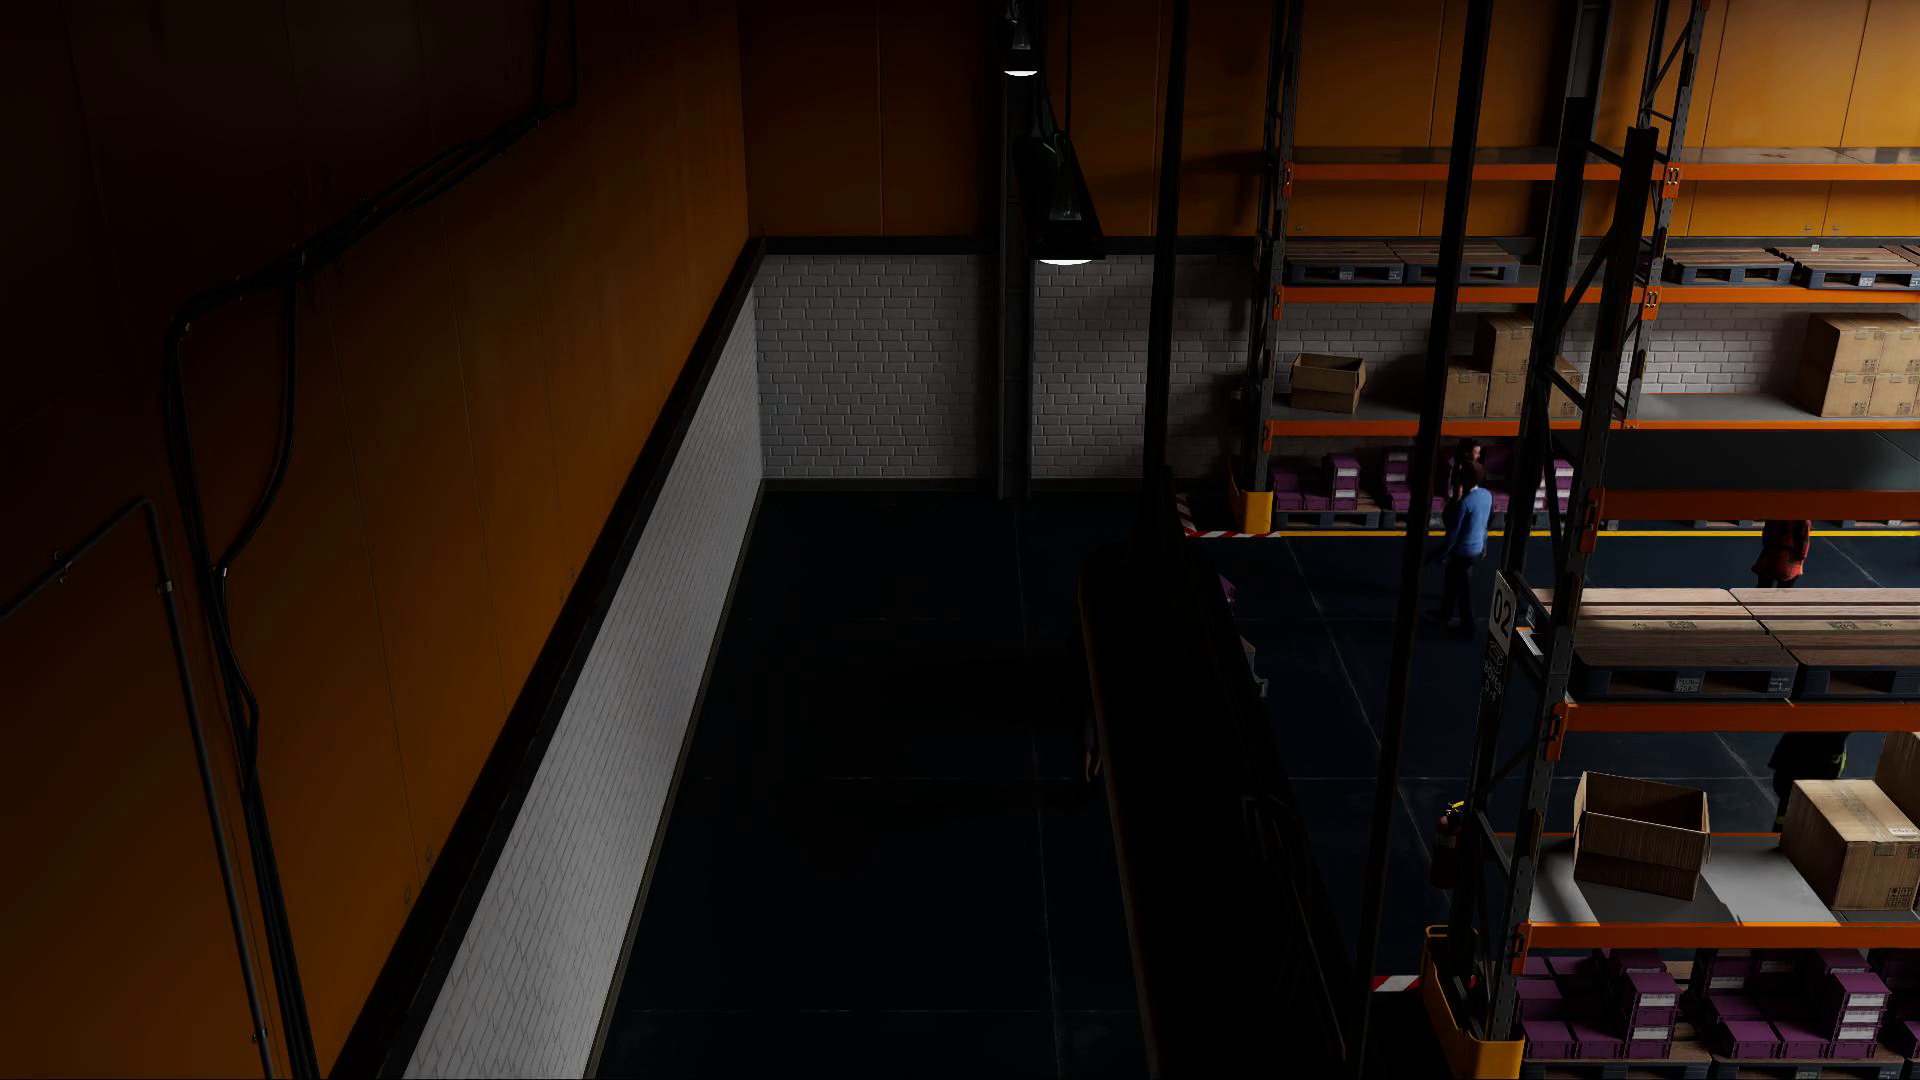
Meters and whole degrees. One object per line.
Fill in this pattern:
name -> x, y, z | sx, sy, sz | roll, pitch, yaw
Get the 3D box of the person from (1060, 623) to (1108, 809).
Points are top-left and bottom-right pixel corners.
person -> 1.063, 1.212, 13.393 | 0.679, 1.848, 0.814 | -4, 24, -10

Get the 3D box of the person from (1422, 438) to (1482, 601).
person -> 4.912, -0.219, 16.788 | 0.964, 1.752, 0.769 | 7, 25, 16

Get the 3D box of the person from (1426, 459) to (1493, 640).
person -> 4.940, 0.111, 15.977 | 0.993, 1.796, 0.930 | 21, 31, 39
